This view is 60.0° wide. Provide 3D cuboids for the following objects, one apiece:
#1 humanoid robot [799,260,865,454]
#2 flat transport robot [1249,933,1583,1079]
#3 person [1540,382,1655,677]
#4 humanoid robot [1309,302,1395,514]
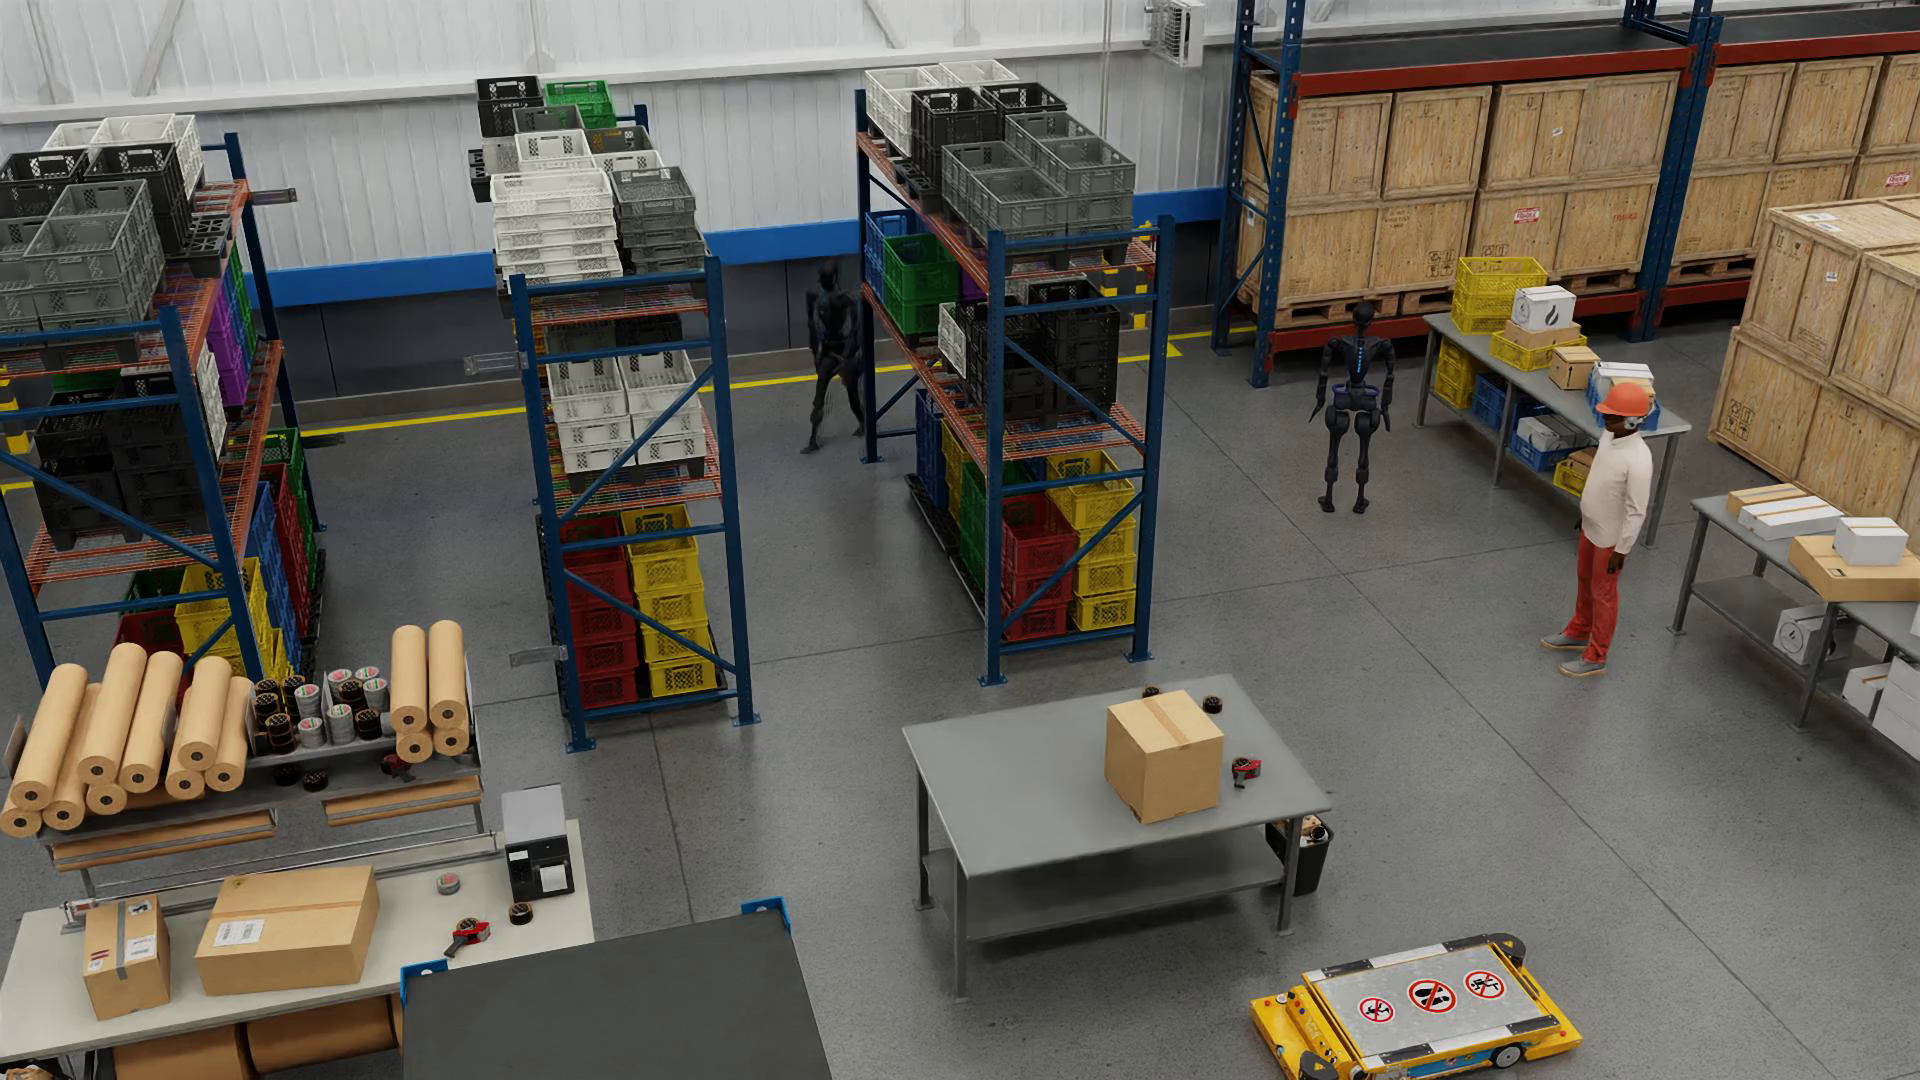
[{"bbox_3d":[-1.002,-1.505,13.507,0.526,1.622,0.775,13,31,22],"label":"humanoid robot"},{"bbox_3d":[2.184,2.282,7.980,1.431,0.197,0.652,-8,30,-14],"label":"flat transport robot"},{"bbox_3d":[4.058,-0.067,10.493,0.384,1.992,0.624,-1,29,-1],"label":"person"},{"bbox_3d":[2.947,-1.002,12.507,0.598,1.657,0.325,4,29,8],"label":"humanoid robot"}]
